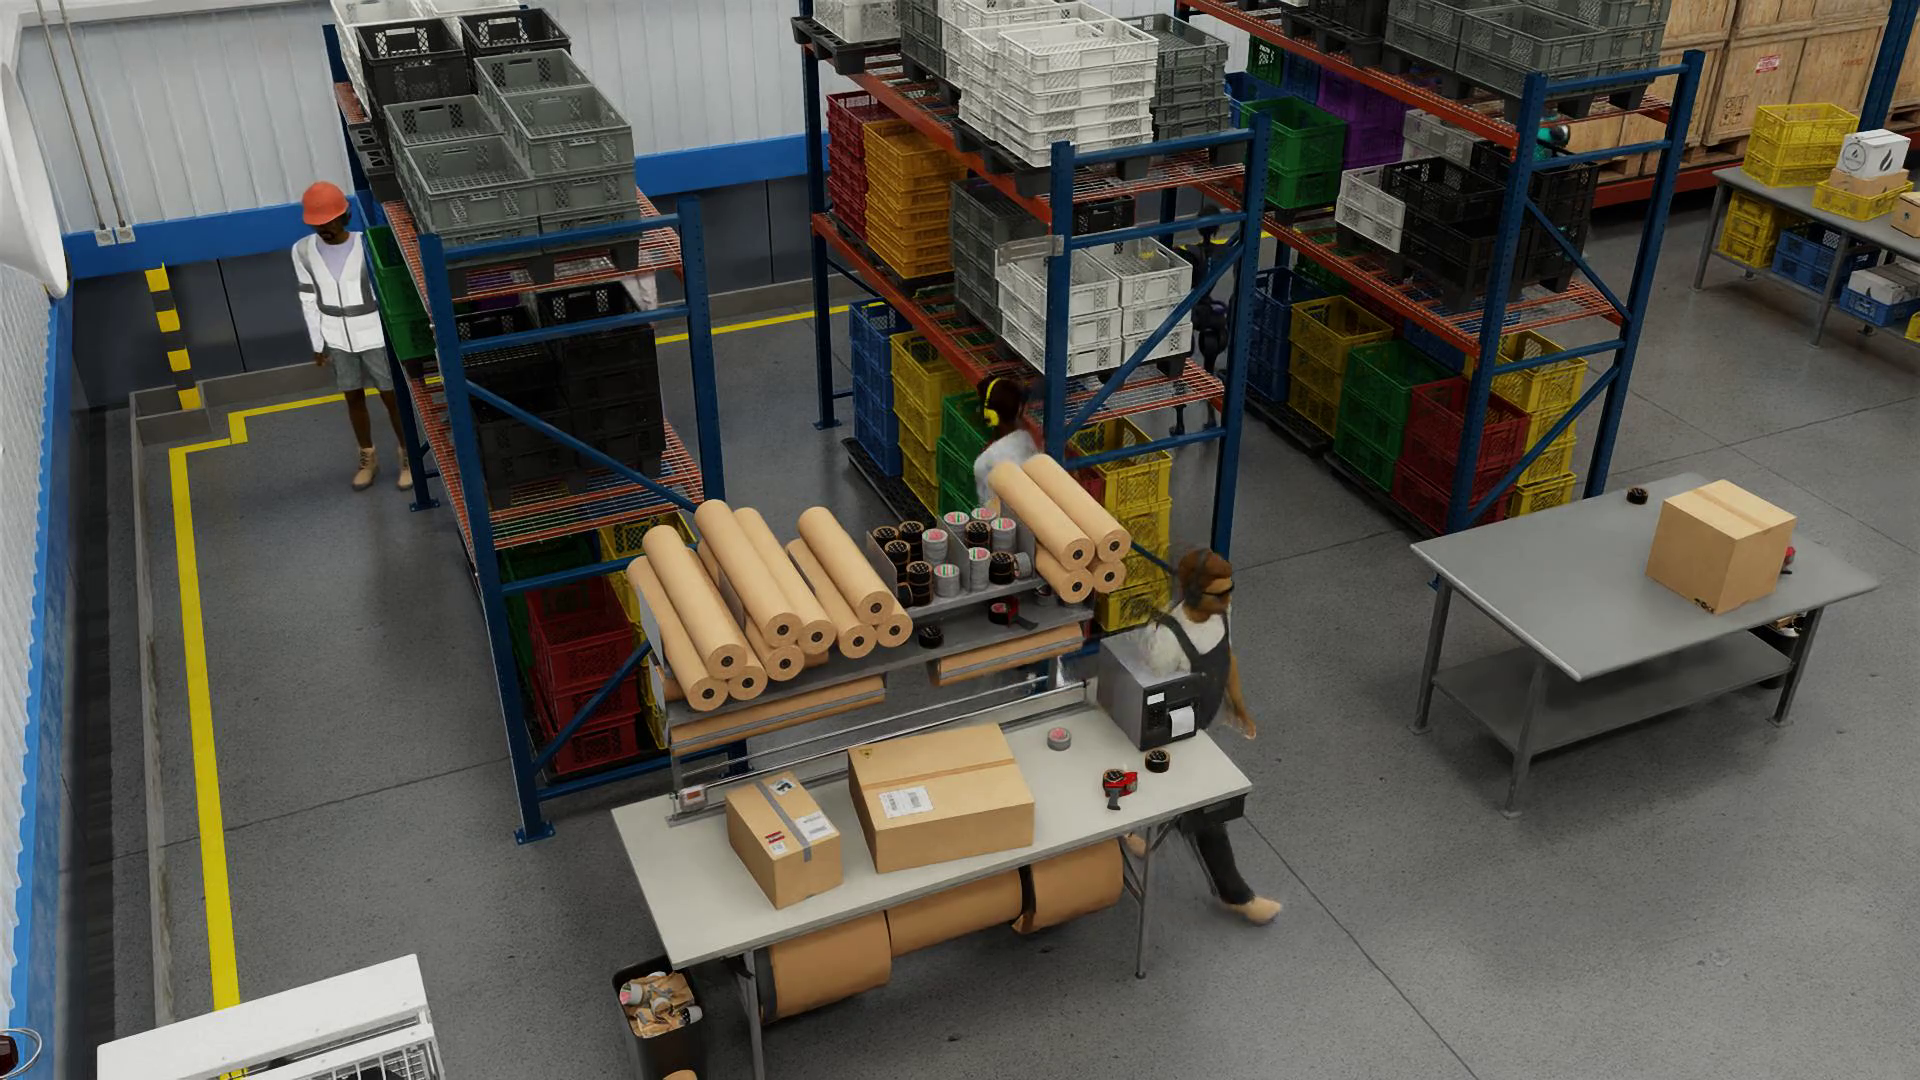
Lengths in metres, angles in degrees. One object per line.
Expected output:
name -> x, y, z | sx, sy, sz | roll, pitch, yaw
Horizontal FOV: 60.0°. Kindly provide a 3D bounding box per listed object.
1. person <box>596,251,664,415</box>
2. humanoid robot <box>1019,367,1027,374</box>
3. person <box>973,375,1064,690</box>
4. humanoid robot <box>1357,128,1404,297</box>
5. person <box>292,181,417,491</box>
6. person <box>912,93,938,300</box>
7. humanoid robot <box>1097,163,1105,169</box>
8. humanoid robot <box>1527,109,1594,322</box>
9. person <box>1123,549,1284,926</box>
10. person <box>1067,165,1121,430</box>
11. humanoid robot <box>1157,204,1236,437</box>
person -> -2.181, -1.415, 10.839 | 0.522, 1.768, 0.307 | 18, 36, 27
humanoid robot -> 0.349, -1.989, 11.844 | 0.657, 1.838, 0.542 | 22, 38, 31
person -> 0.266, 0.005, 8.501 | 0.577, 1.817, 0.735 | -25, 39, -34
humanoid robot -> 3.123, -2.317, 12.399 | 0.595, 1.646, 0.461 | -21, 37, -30
person -> -3.740, -1.240, 10.302 | 0.606, 2.040, 0.396 | 0, 32, 0
person -> -0.037, -2.663, 12.857 | 0.968, 1.771, 0.566 | -21, 37, -30
humanoid robot -> 0.723, -2.434, 12.528 | 0.948, 1.759, 0.537 | -20, 37, -29
humanoid robot -> 4.628, -2.536, 12.694 | 0.826, 1.786, 0.614 | -8, 33, -13
person -> 1.008, 0.807, 7.211 | 0.996, 1.793, 0.511 | 19, 36, 28
person -> 0.842, -1.596, 11.061 | 0.624, 1.846, 0.429 | 25, 39, 34
humanoid robot -> 1.547, -1.407, 10.910 | 0.587, 1.655, 0.336 | -3, 32, -5
